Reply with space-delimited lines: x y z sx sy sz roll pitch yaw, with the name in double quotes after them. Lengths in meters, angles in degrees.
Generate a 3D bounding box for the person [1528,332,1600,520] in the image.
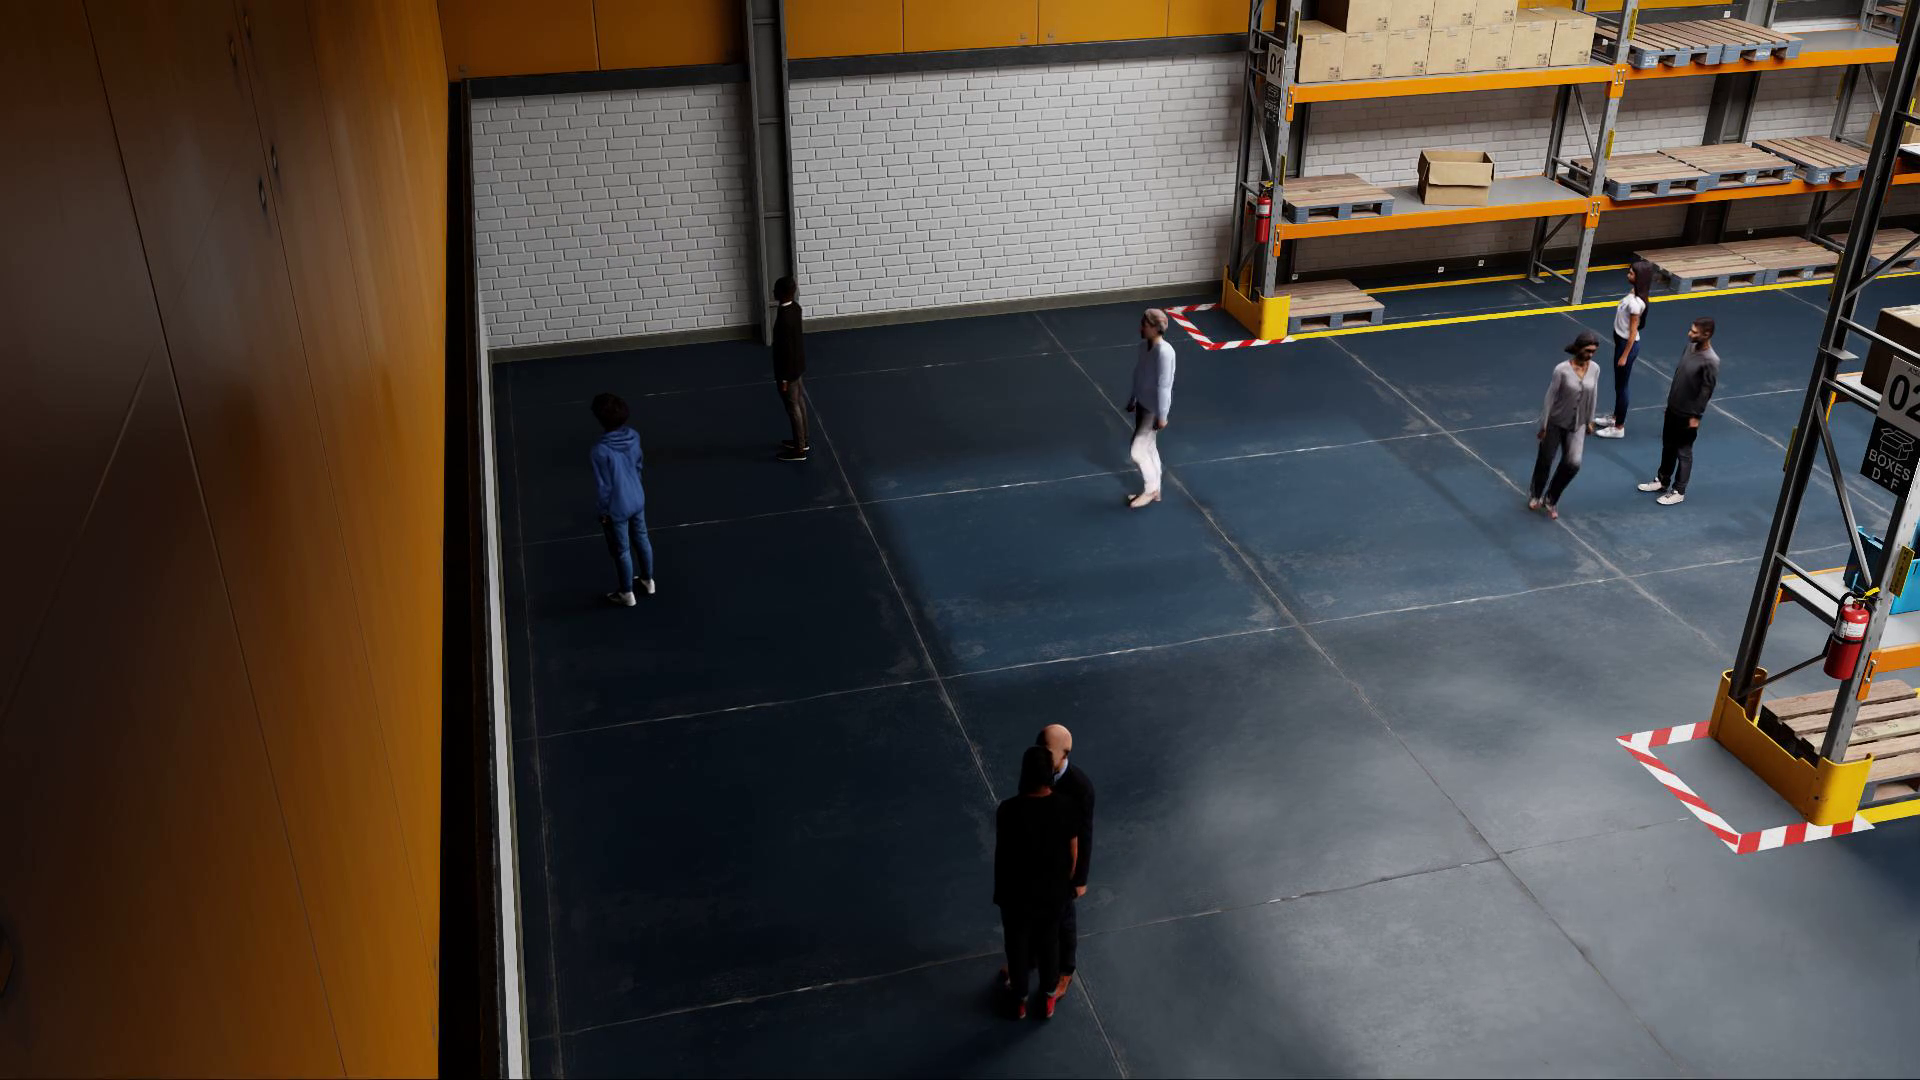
5.334 -1.061 14.734 0.727 1.747 0.832 1 29 2 "person"

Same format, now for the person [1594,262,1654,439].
6.480 -1.849 16.150 0.691 1.774 0.672 9 30 16 "person"

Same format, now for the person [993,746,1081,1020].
0.409 1.939 9.239 0.535 1.742 0.713 -4 29 -8 "person"

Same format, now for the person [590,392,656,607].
-2.716 -0.329 13.329 0.811 1.808 0.727 18 34 30 "person"

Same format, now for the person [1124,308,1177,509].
1.781 -1.167 14.791 0.617 1.878 0.666 -8 30 -14 "person"

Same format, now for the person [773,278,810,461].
-1.600 -1.621 15.706 0.701 1.799 0.730 4 29 7 "person"

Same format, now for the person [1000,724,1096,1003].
0.515 1.794 9.445 0.775 1.800 0.784 23 36 36 "person"

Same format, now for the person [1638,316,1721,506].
6.519 -1.183 14.938 0.538 1.765 0.620 -6 29 -11 "person"
